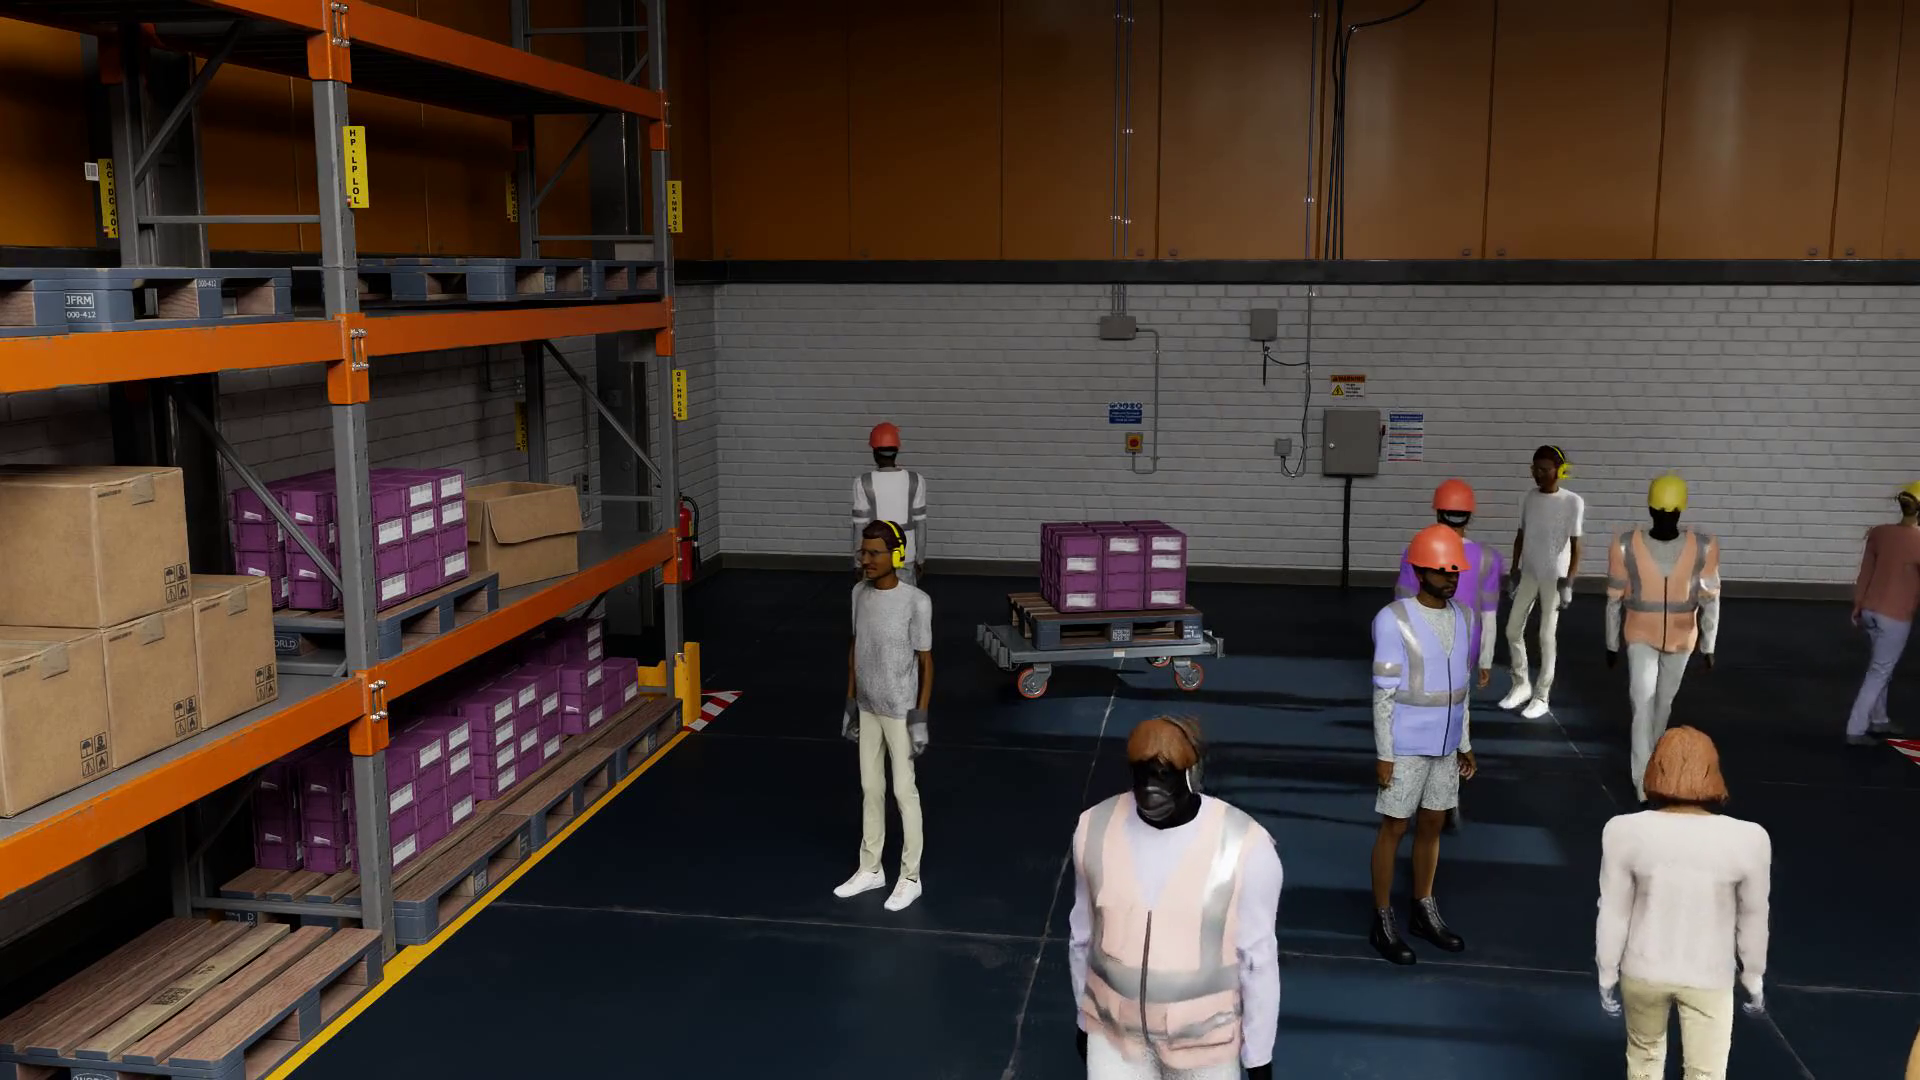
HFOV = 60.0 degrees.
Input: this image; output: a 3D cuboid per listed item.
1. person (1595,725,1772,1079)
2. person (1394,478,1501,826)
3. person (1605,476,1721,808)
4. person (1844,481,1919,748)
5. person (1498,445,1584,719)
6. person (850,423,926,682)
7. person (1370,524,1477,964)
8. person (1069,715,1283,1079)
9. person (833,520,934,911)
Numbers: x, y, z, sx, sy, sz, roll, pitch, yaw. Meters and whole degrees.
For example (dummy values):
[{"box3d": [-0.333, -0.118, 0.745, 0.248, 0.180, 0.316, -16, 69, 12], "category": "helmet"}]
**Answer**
[{"box3d": [2.249, 1.393, 5.225, 0.505, 1.608, 0.686, 5, 10, 27], "category": "person"}, {"box3d": [2.694, 0.604, 9.258, 0.565, 1.889, 0.988, 0, 9, -1], "category": "person"}, {"box3d": [4.012, 0.567, 9.523, 0.590, 1.868, 1.028, 2, 9, 13], "category": "person"}, {"box3d": [5.956, 0.480, 10.520, 0.670, 1.730, 0.549, -2, 9, -12], "category": "person"}, {"box3d": [3.948, 0.280, 11.308, 0.392, 1.862, 0.541, -8, 12, -40], "category": "person"}, {"box3d": [-0.528, 0.120, 12.120, 0.567, 1.934, 0.400, -3, 10, -16], "category": "person"}, {"box3d": [2.059, 0.887, 7.336, 0.542, 1.939, 0.362, -5, 10, -27], "category": "person"}, {"box3d": [0.615, 1.365, 4.775, 0.631, 1.814, 0.817, 4, 10, 23], "category": "person"}, {"box3d": [-0.359, 0.825, 7.933, 0.518, 1.874, 0.329, 7, 12, 37], "category": "person"}]
